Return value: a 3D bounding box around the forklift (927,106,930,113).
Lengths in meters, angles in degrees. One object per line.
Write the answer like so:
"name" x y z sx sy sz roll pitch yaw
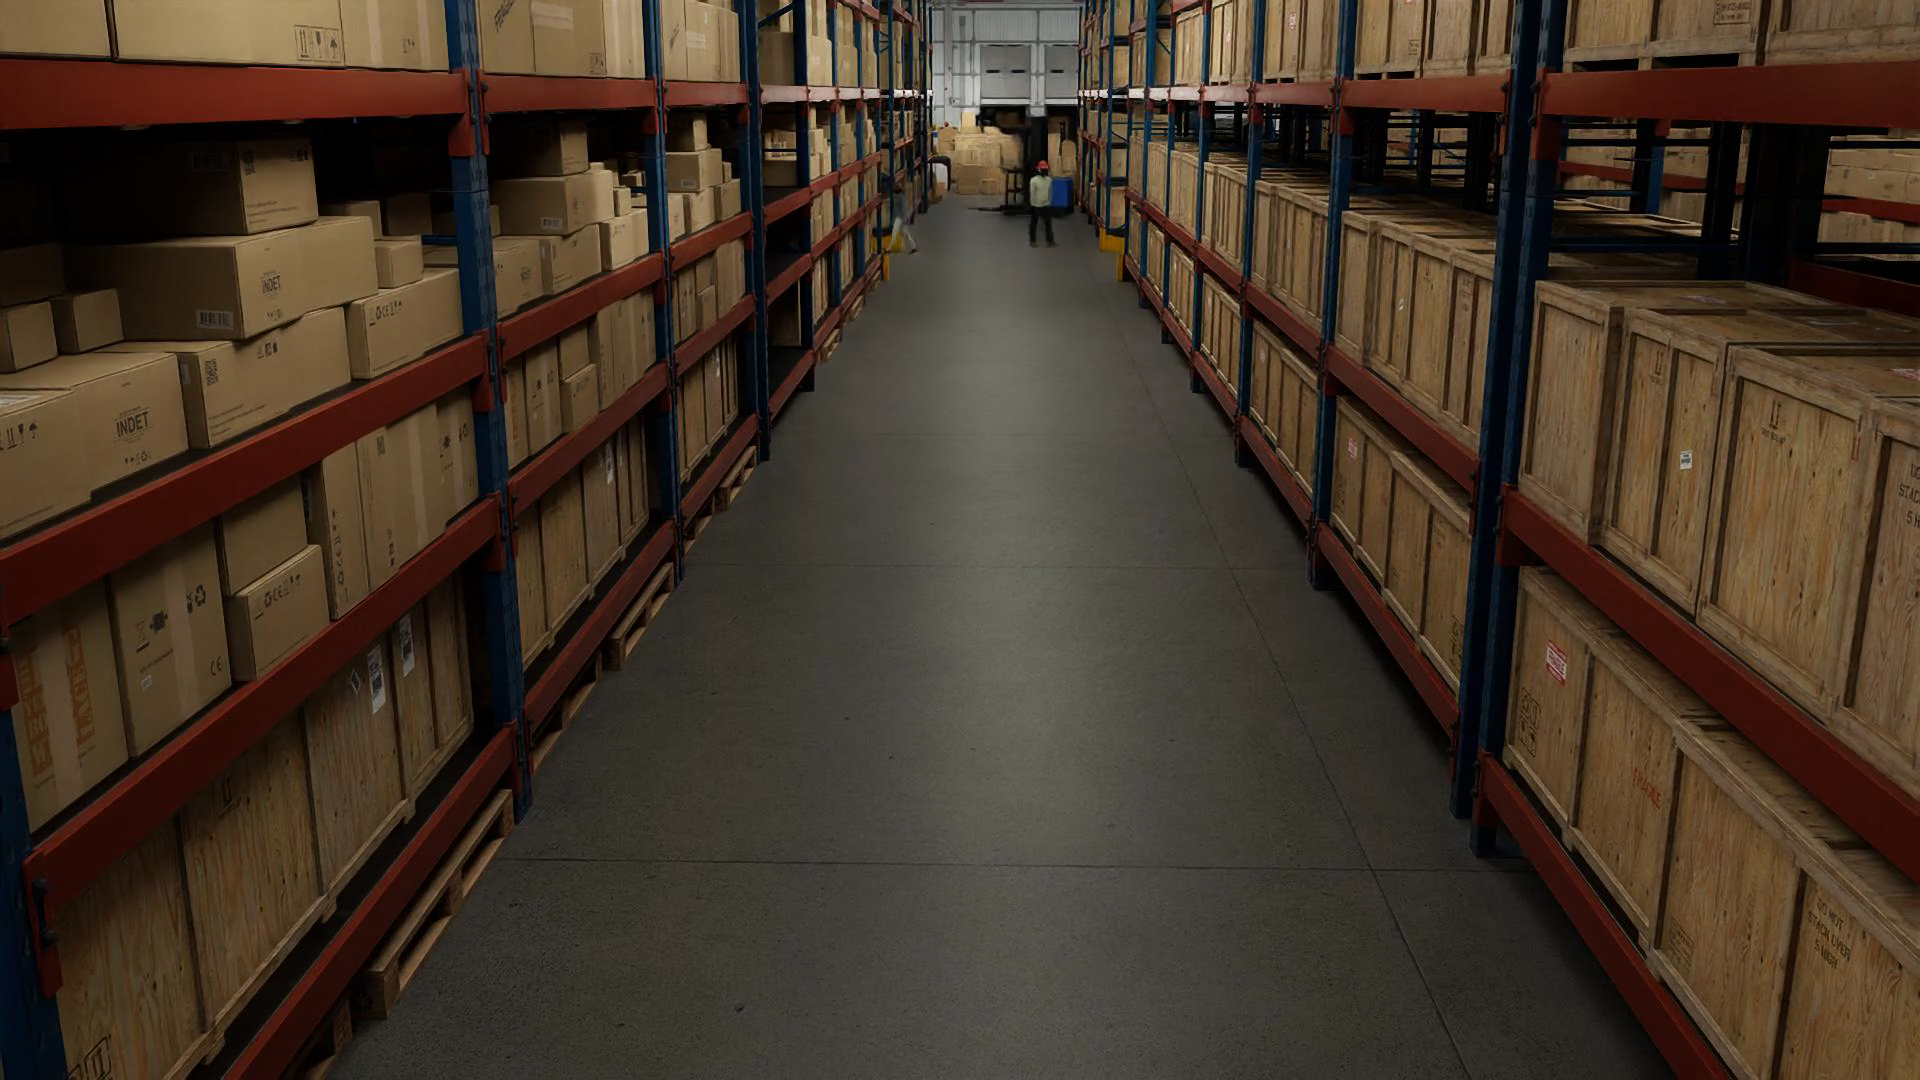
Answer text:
"forklift" -2.001 -20.667 84.687 1.129 2.768 1.873 0 15 2

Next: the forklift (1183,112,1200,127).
"forklift" 8.074 -13.541 58.173 1.129 2.768 1.873 0 15 1

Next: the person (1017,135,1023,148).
"person" 3.058 -19.573 83.054 0.884 1.592 0.544 -9 18 -31

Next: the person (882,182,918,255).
"person" -1.331 -7.048 36.483 0.882 1.576 0.517 -3 15 -12

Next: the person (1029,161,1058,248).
"person" 1.890 -7.652 38.019 0.619 1.950 1.008 -7 17 -26

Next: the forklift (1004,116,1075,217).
"forklift" 2.306 -10.742 47.760 1.873 2.768 1.129 4 16 15

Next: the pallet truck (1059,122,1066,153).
"pallet truck" 5.788 -21.111 88.014 1.885 1.965 0.823 5 16 18

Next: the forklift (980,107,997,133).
"forklift" 1.405 -19.894 81.810 1.873 2.768 1.129 -13 19 -39

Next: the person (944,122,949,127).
"person" -0.731 -22.134 91.934 0.545 1.939 0.354 9 17 30
